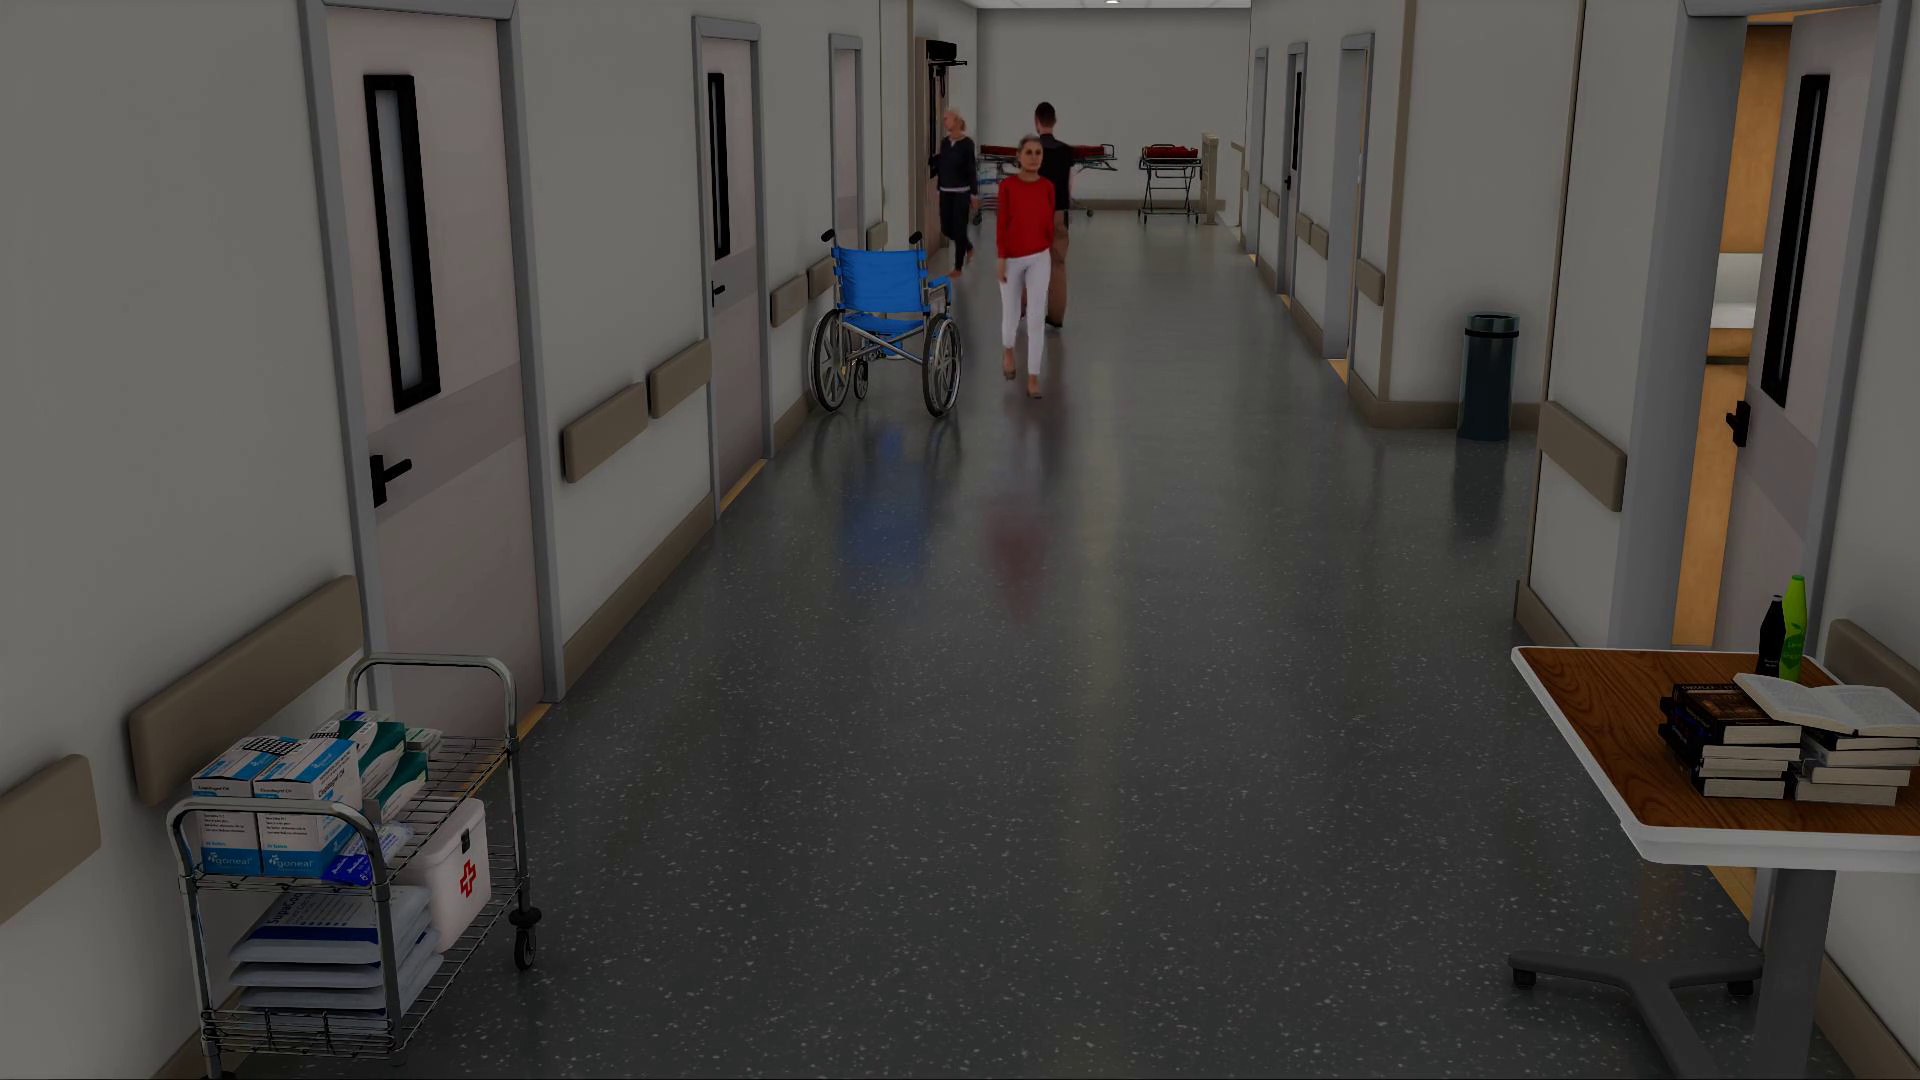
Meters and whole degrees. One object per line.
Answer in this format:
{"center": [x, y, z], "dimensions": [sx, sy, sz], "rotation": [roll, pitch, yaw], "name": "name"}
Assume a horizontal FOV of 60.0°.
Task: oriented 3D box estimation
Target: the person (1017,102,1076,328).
{"center": [0.729, -2.643, 13.678], "dimensions": [0.954, 1.802, 1.184], "rotation": [-5, 16, -16], "name": "person"}

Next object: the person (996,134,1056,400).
{"center": [0.395, -1.774, 10.869], "dimensions": [0.679, 1.654, 1.160], "rotation": [-1, 16, -5], "name": "person"}

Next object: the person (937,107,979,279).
{"center": [-0.012, -3.635, 17.370], "dimensions": [0.914, 1.708, 1.069], "rotation": [9, 18, 30], "name": "person"}
